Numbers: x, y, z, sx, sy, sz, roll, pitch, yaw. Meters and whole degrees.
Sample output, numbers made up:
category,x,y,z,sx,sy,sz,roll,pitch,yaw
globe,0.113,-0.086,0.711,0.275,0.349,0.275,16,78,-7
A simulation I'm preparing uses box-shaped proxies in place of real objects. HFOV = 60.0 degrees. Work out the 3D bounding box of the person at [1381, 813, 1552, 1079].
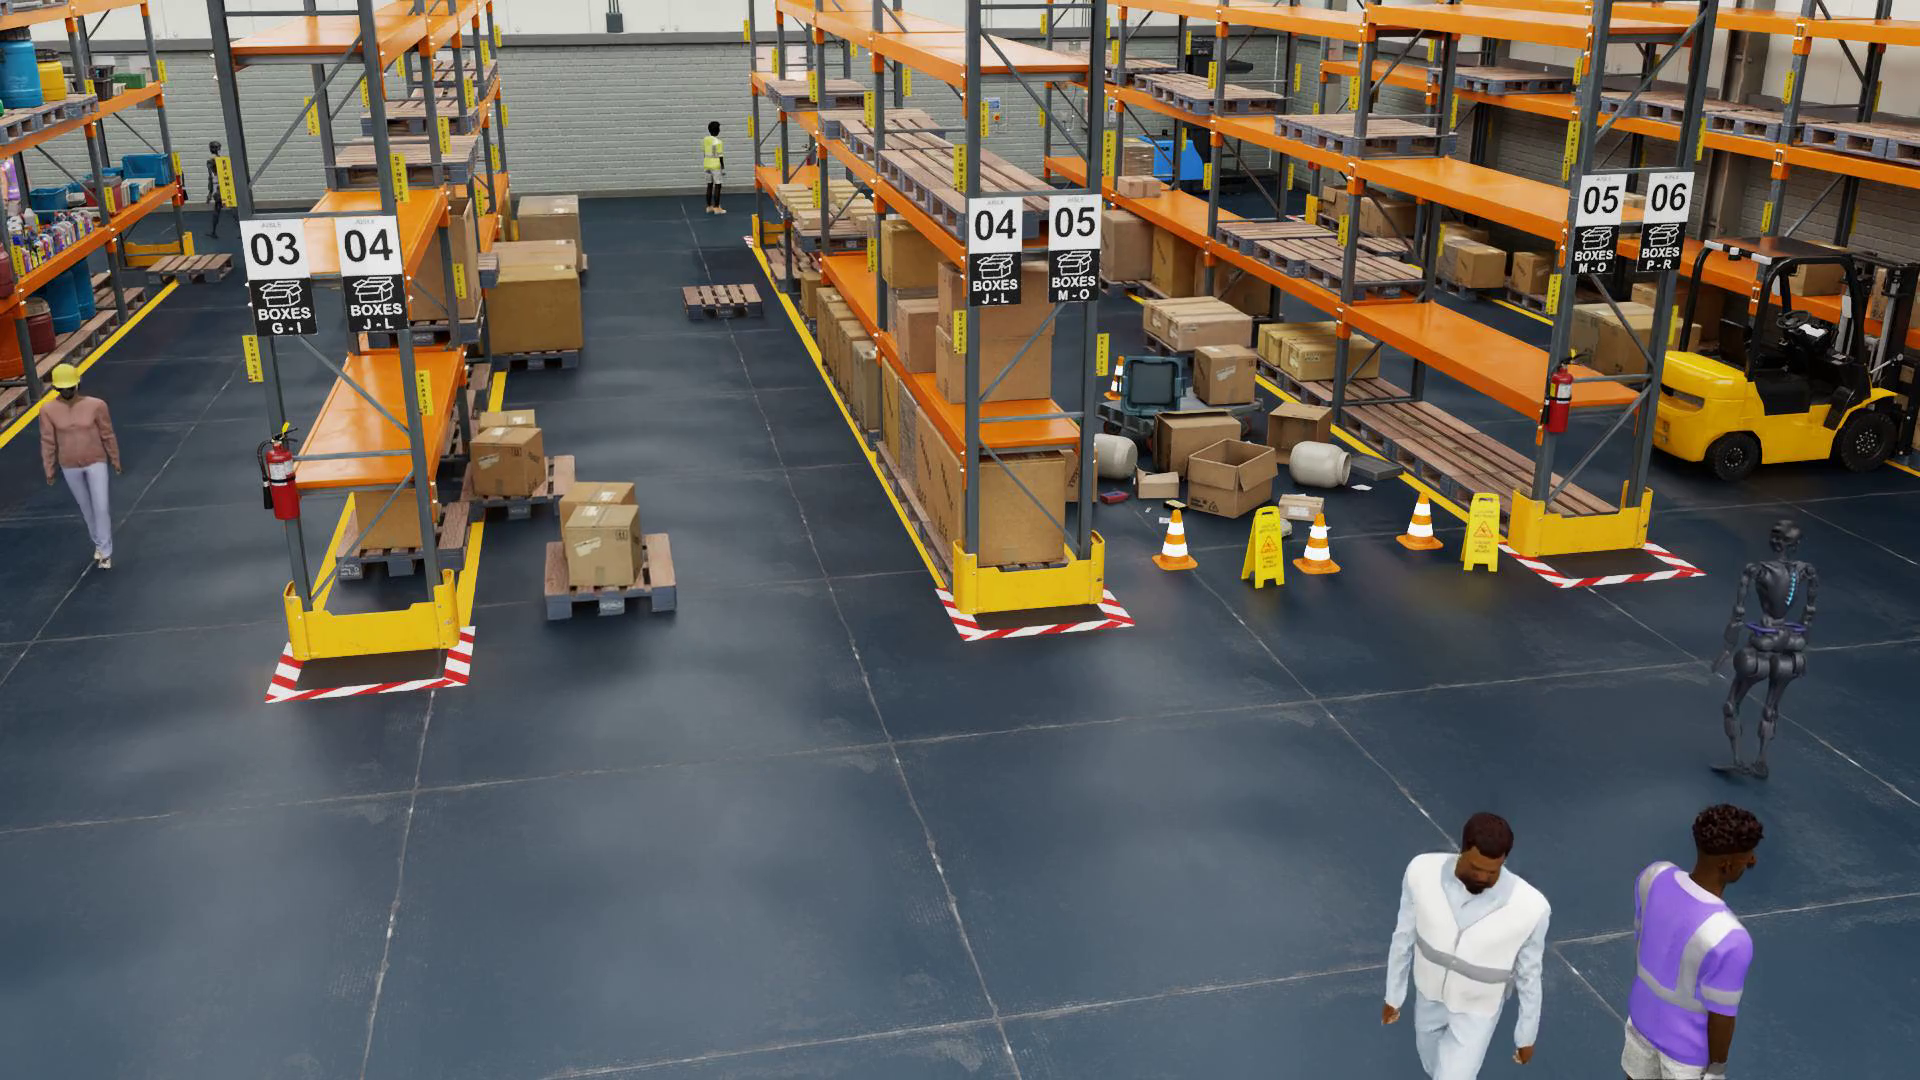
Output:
category,x,y,z,sx,sy,sz,roll,pitch,yaw
person,2.078,1.885,6.850,0.614,1.862,0.935,15,25,34

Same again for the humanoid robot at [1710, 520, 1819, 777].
category,x,y,z,sx,sy,sz,roll,pitch,yaw
humanoid robot,5.022,0.682,10.342,0.589,1.641,0.370,-4,21,-9

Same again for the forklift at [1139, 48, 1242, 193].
category,x,y,z,sx,sy,sz,roll,pitch,yaw
forklift,4.566,-8.313,32.860,1.873,2.768,1.129,-4,21,-12

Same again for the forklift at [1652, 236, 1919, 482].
category,x,y,z,sx,sy,sz,roll,pitch,yaw
forklift,8.013,-1.814,16.330,2.313,2.155,1.214,-4,21,-12

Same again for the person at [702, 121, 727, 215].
category,x,y,z,sx,sy,sz,roll,pitch,yaw
person,-4.522,-6.846,30.597,0.539,1.686,0.320,18,27,39

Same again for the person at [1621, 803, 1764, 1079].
category,x,y,z,sx,sy,sz,roll,pitch,yaw
person,2.864,1.923,6.606,0.369,1.957,0.594,-4,21,-11

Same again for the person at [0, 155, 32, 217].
category,x,y,z,sx,sy,sz,roll,pitch,yaw
person,-15.367,-5.563,27.148,0.347,1.688,0.491,11,23,27

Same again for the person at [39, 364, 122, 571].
category,x,y,z,sx,sy,sz,roll,pitch,yaw
person,-7.228,-0.585,13.665,0.551,1.725,0.850,-5,21,-14

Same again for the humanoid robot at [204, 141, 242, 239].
category,x,y,z,sx,sy,sz,roll,pitch,yaw
humanoid robot,-12.519,-5.922,28.171,0.746,1.628,0.600,7,21,17
